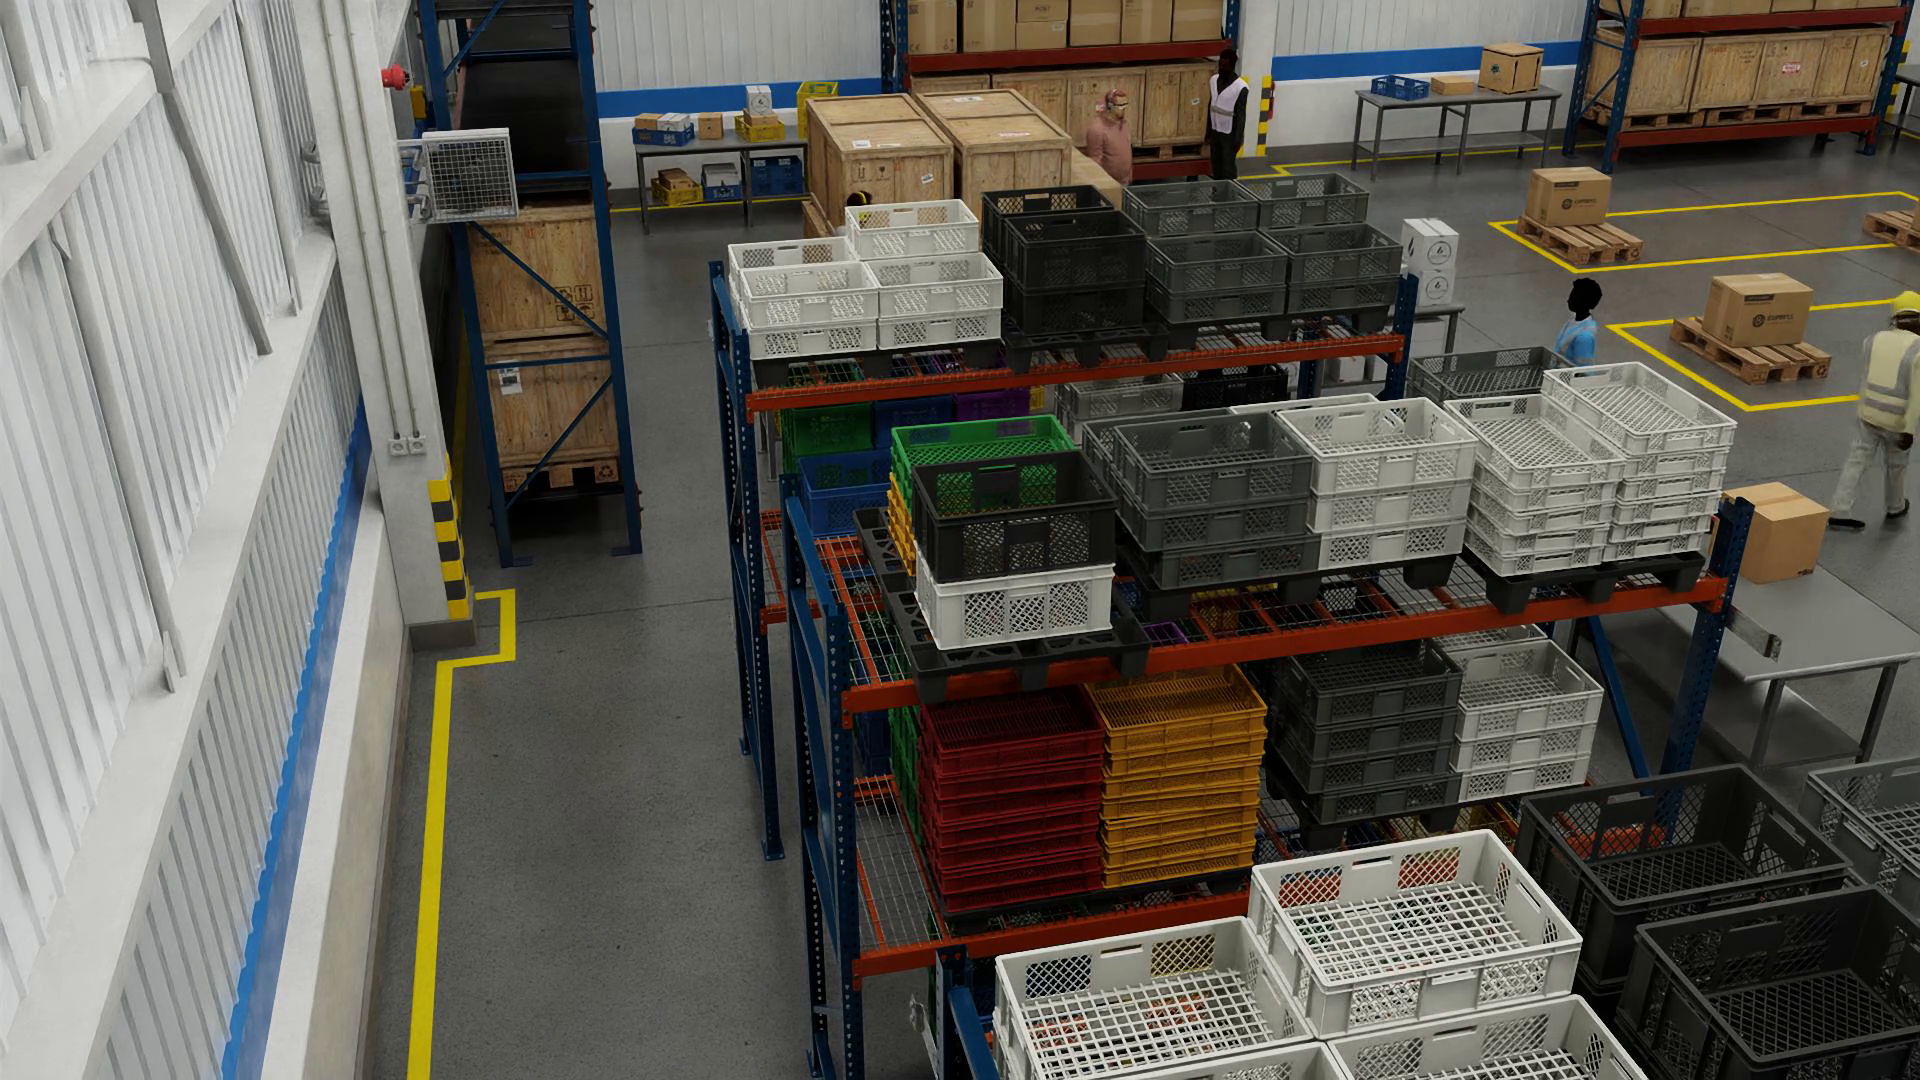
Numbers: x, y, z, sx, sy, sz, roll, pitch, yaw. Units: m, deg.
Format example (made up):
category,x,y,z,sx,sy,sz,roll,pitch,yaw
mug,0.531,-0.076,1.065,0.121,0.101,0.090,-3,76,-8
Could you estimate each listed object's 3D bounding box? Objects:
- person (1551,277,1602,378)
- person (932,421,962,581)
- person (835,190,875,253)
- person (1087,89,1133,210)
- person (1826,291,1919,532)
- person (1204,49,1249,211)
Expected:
category,x,y,z,sx,sy,sz,roll,pitch,yaw
person,4.675,-1.191,12.757,0.319,1.697,0.532,5,28,10
person,-0.099,-0.151,10.600,0.339,1.879,0.611,-7,29,-13
person,-0.857,-2.061,14.231,0.309,1.864,0.534,-23,35,-36
person,1.592,-3.751,17.400,0.403,1.907,0.645,24,36,38
person,6.834,-0.919,12.162,0.830,1.769,0.658,-12,30,-21
person,3.069,-4.698,19.190,0.376,1.912,0.588,-16,32,-27
